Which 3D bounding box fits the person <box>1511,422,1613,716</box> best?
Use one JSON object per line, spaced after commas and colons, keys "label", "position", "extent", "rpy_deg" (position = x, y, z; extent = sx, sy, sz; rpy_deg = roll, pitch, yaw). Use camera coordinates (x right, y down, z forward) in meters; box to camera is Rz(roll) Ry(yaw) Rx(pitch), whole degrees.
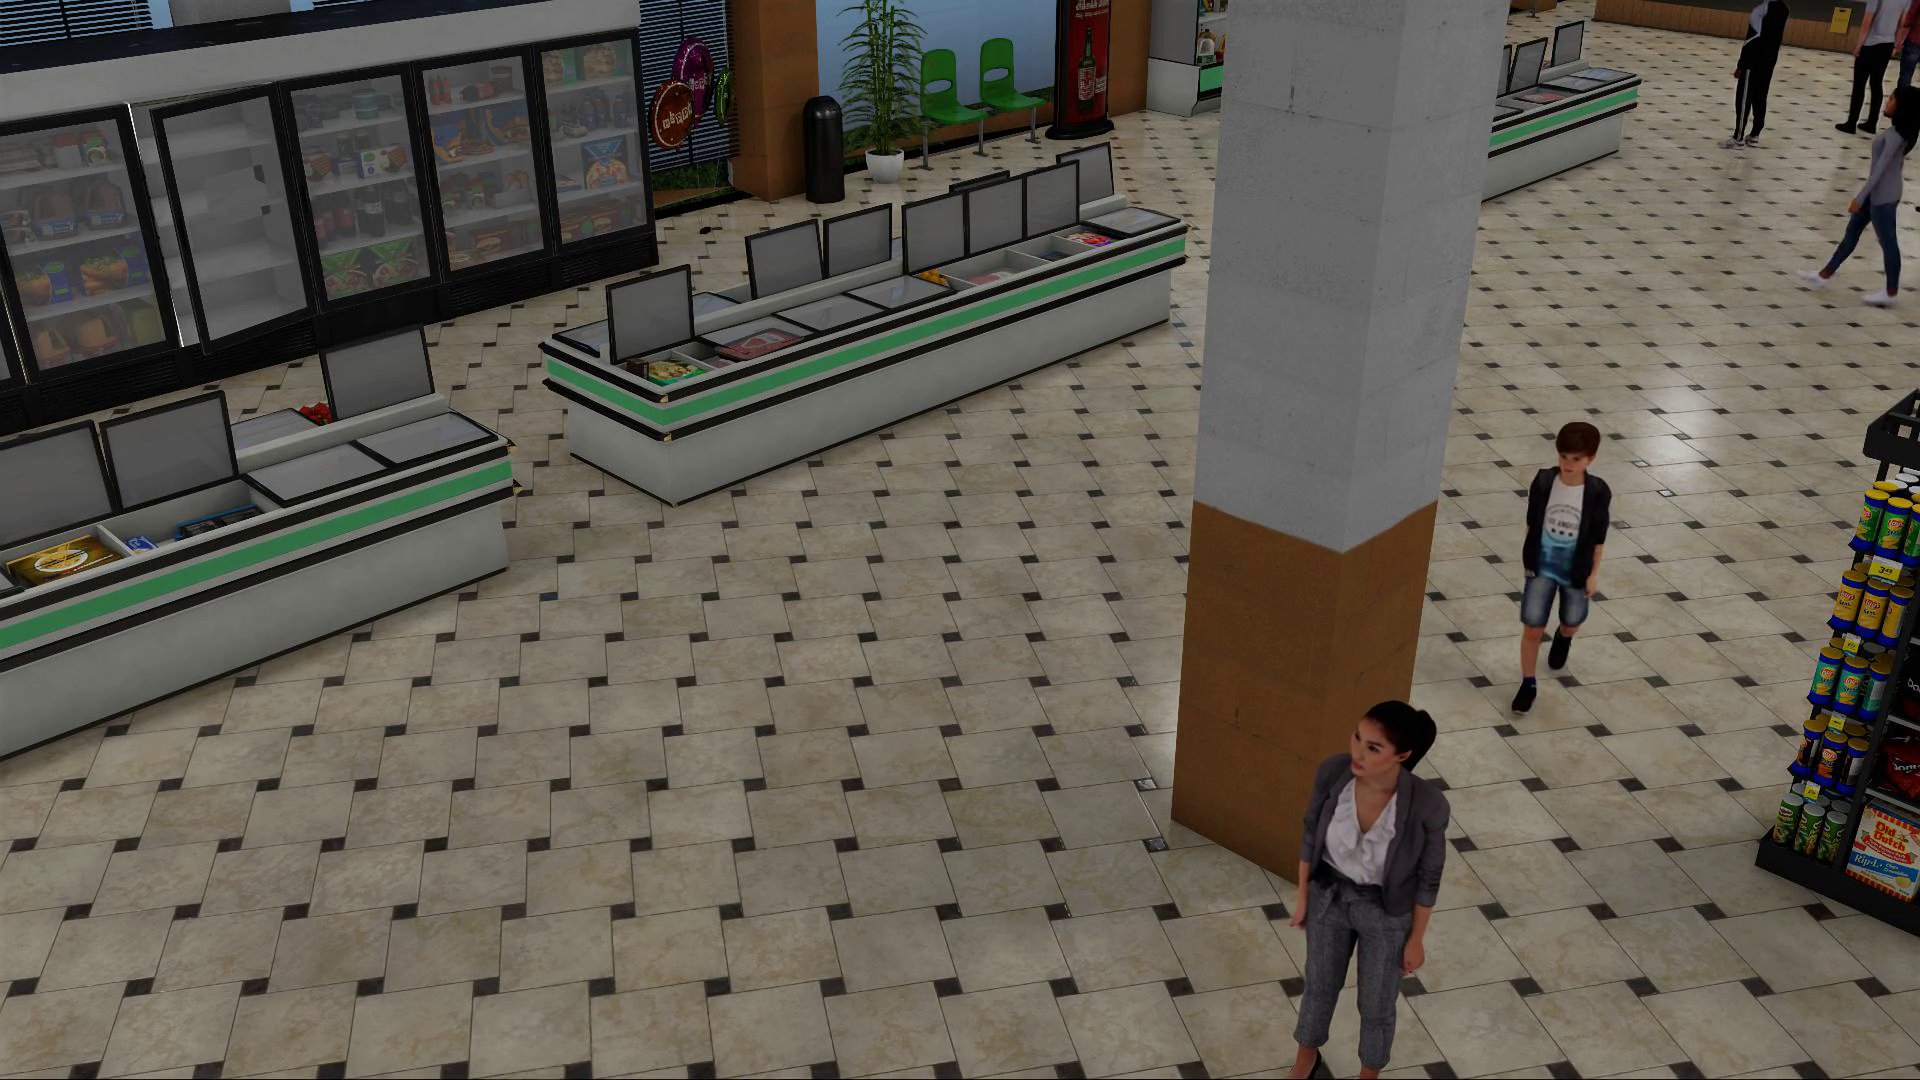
{"label": "person", "position": [2.889, 0.105, 7.942], "extent": [0.714, 1.429, 0.966], "rpy_deg": [13, 30, 23]}

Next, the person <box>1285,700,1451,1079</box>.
{"label": "person", "position": [1.323, 1.226, 5.455], "extent": [0.651, 1.678, 0.623], "rpy_deg": [18, 32, 31]}

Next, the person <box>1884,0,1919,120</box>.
{"label": "person", "position": [11.057, -5.760, 19.062], "extent": [0.755, 1.831, 0.793], "rpy_deg": [2, 27, 4]}

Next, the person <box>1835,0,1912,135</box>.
{"label": "person", "position": [10.172, -5.467, 18.449], "extent": [0.693, 1.863, 0.799], "rpy_deg": [-5, 27, -10]}

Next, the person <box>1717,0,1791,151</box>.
{"label": "person", "position": [8.567, -5.128, 17.817], "extent": [0.632, 1.830, 0.788], "rpy_deg": [-11, 29, -20]}

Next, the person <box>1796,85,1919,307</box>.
{"label": "person", "position": [7.390, -2.673, 13.120], "extent": [0.805, 1.701, 1.017], "rpy_deg": [17, 31, 30]}
